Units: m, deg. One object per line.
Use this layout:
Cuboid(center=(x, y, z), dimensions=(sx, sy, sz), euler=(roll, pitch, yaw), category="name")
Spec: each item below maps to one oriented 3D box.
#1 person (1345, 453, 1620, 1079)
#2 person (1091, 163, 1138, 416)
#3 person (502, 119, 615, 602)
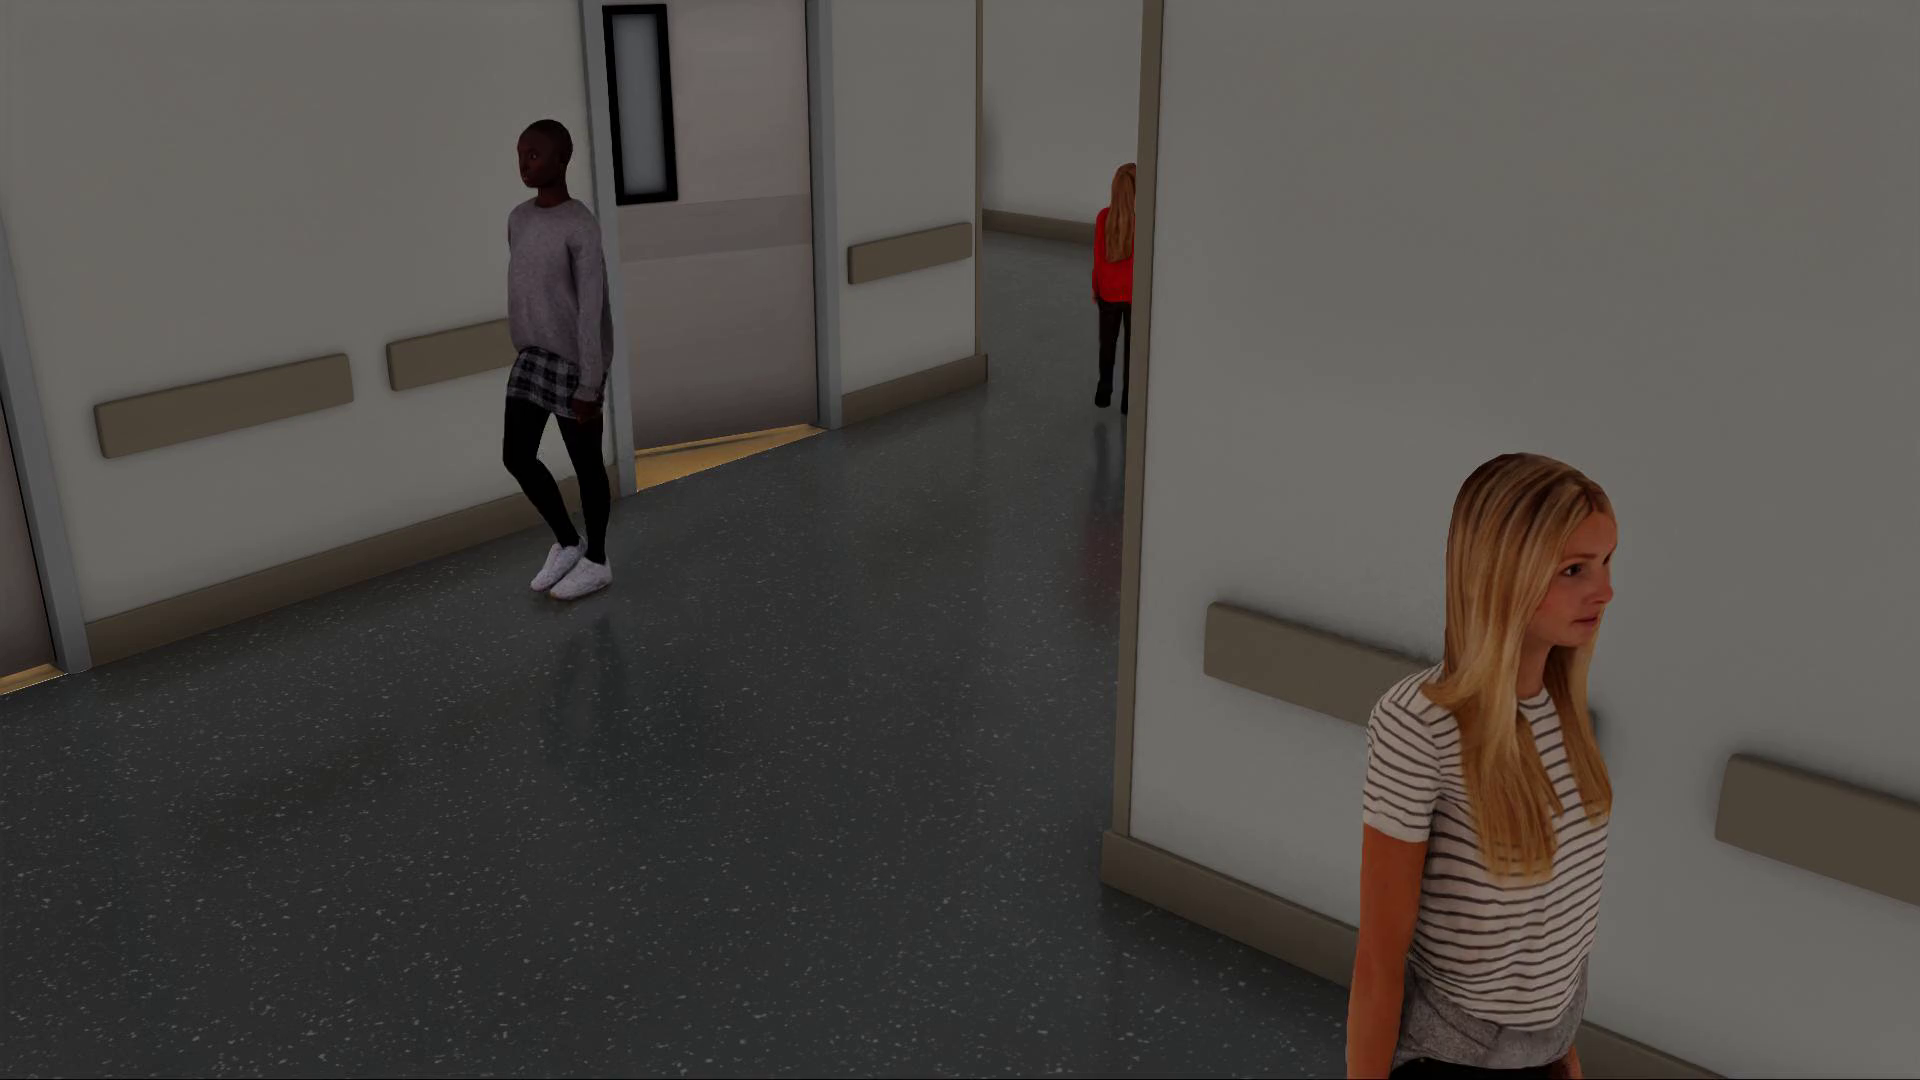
Cuboid(center=(0.632, 0.726, 2.426), dimensions=(0.664, 1.817, 0.586), euler=(19, 28, 40), category="person")
Cuboid(center=(0.816, -1.243, 8.389), dimensions=(0.617, 1.275, 0.696), euler=(6, 22, 15), category="person")
Cuboid(center=(-1.400, -0.654, 6.139), dimensions=(0.657, 1.767, 0.611), euler=(14, 25, 32), category="person")
